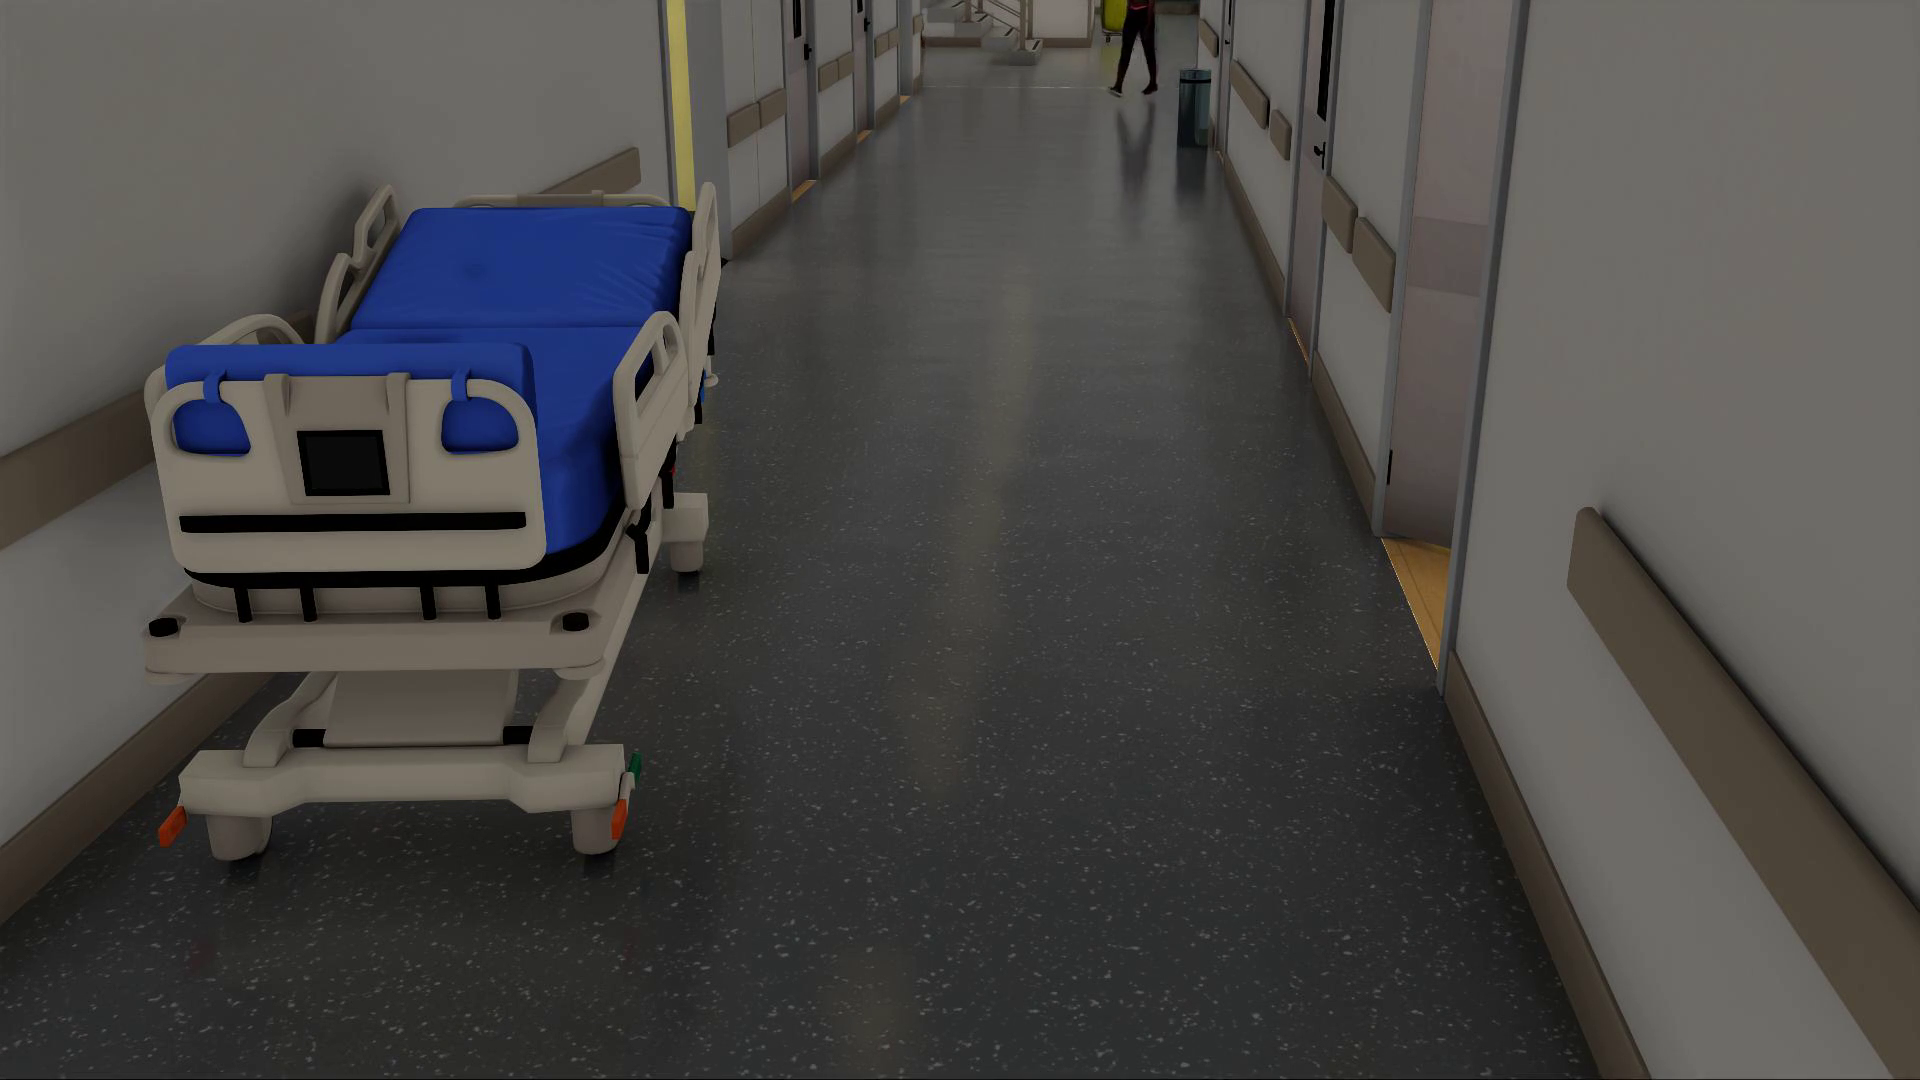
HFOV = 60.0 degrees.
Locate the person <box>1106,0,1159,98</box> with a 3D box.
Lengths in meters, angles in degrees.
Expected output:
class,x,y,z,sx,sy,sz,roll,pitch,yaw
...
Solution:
class,x,y,z,sx,sy,sz,roll,pitch,yaw
person,2.216,-6.134,19.842,1.197,1.708,1.101,15,26,35
